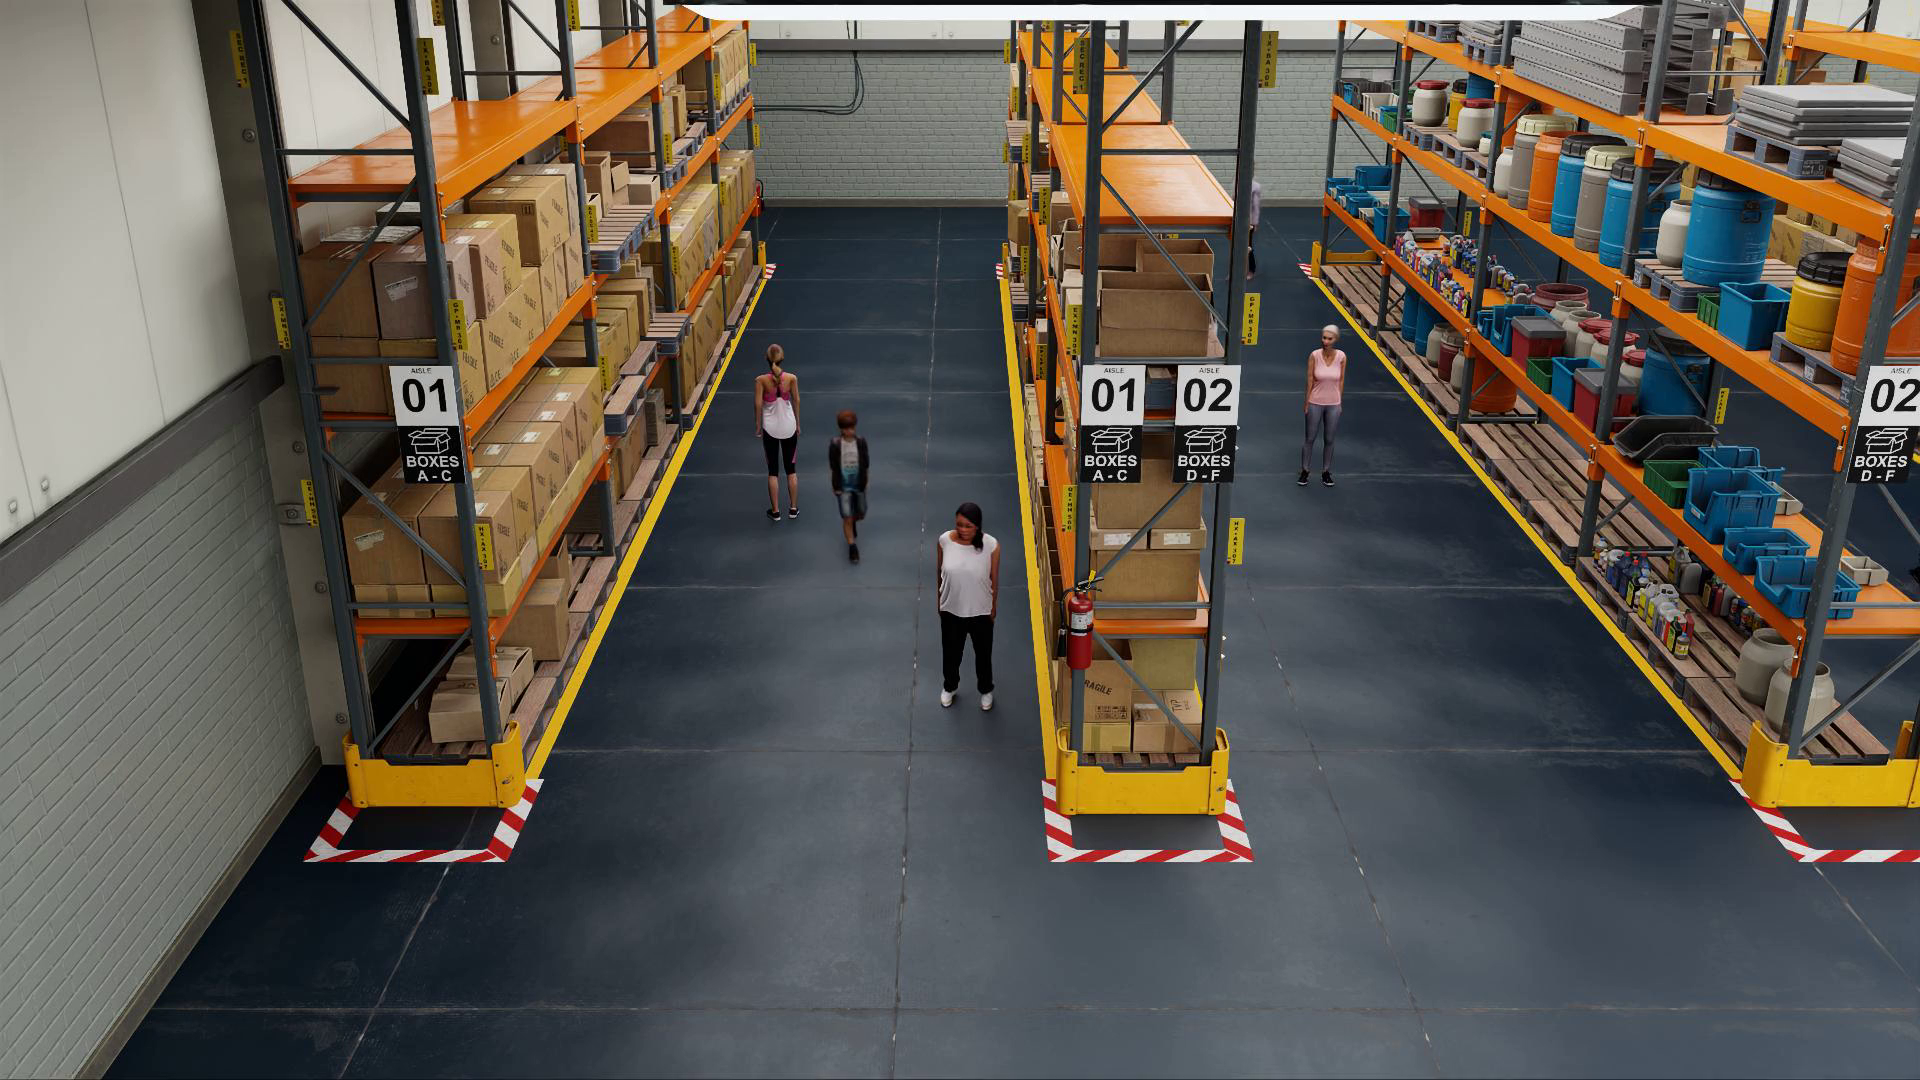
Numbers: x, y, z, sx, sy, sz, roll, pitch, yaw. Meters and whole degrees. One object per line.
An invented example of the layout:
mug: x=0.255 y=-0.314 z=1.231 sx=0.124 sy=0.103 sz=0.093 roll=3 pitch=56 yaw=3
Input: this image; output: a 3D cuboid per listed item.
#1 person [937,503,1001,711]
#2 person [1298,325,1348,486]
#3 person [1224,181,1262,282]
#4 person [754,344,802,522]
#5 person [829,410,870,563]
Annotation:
person: x=0.062 y=0.493 z=12.766 sx=0.711 sy=1.683 sz=0.693 roll=5 pitch=23 yaw=13
person: x=3.806 y=-1.422 z=17.396 sx=0.571 sy=1.722 sz=0.518 roll=2 pitch=22 yaw=5
person: x=4.431 y=-4.970 z=25.909 sx=0.845 sy=1.844 sz=0.901 roll=20 pitch=29 yaw=39
person: x=-1.788 y=-1.067 z=16.440 sx=0.656 sy=1.788 sz=0.608 roll=-6 pitch=23 yaw=-14
person: x=-1.041 y=-0.537 z=15.618 sx=0.671 sy=1.429 sz=0.889 roll=-6 pitch=23 yaw=-15
